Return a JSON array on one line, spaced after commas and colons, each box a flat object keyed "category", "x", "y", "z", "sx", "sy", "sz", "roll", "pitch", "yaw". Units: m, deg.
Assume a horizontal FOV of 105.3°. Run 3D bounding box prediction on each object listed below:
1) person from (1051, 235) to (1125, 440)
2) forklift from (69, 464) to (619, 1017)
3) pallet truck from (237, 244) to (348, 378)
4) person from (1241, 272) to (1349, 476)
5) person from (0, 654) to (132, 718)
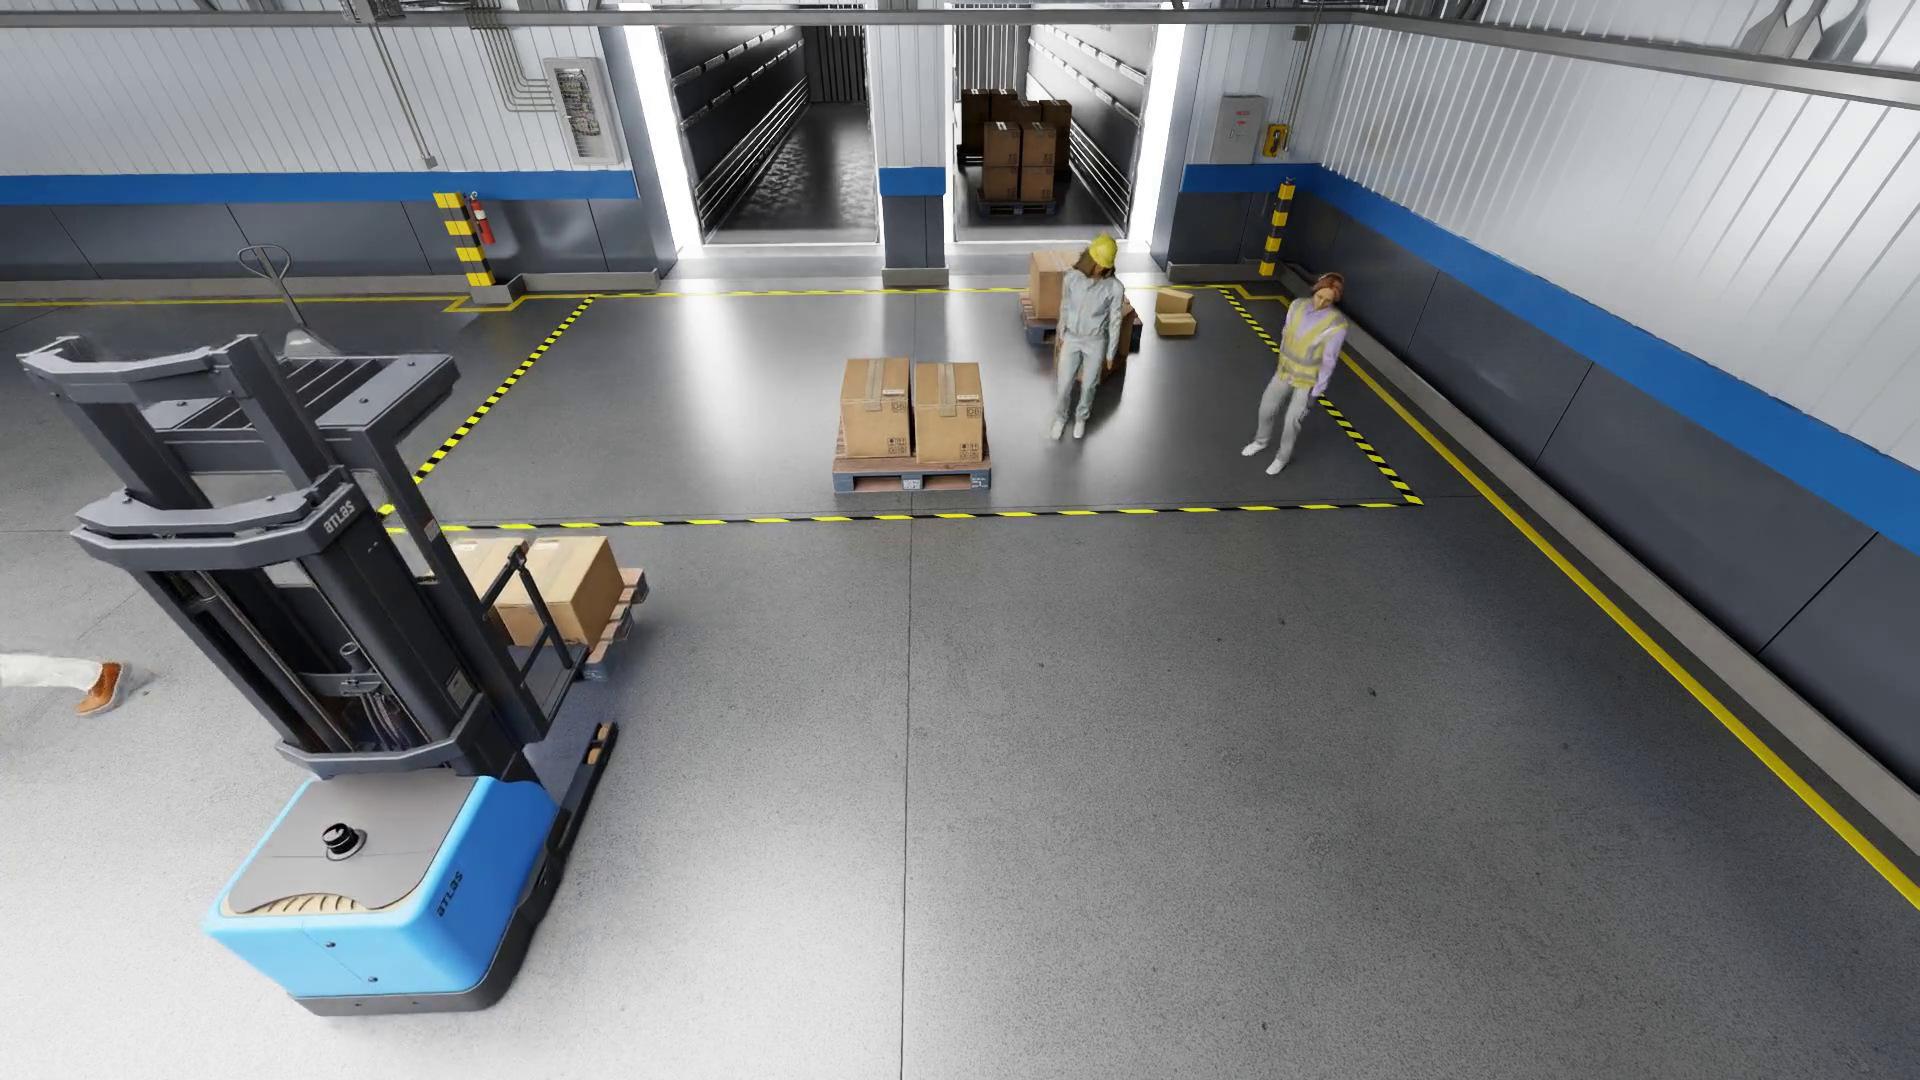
[{"category": "person", "x": 0.995, "y": -1.529, "z": 5.730, "sx": 0.501, "sy": 1.704, "sz": 0.493, "roll": 12, "pitch": 40, "yaw": 14}, {"category": "forklift", "x": -2.146, "y": 0.778, "z": 2.555, "sx": 0.716, "sy": 2.013, "sz": 0.776, "roll": -1, "pitch": 38, "yaw": -1}, {"category": "pallet truck", "x": -5.915, "y": -1.733, "z": 6.366, "sx": 0.680, "sy": 1.201, "sz": 1.601, "roll": -18, "pitch": 42, "yaw": -21}, {"category": "person", "x": 2.465, "y": -1.180, "z": 5.364, "sx": 0.386, "sy": 1.605, "sz": 0.581, "roll": -17, "pitch": 42, "yaw": -20}, {"category": "person", "x": -4.846, "y": 0.320, "z": 3.245, "sx": 0.603, "sy": 1.905, "sz": 0.944, "roll": 13, "pitch": 40, "yaw": 16}]
